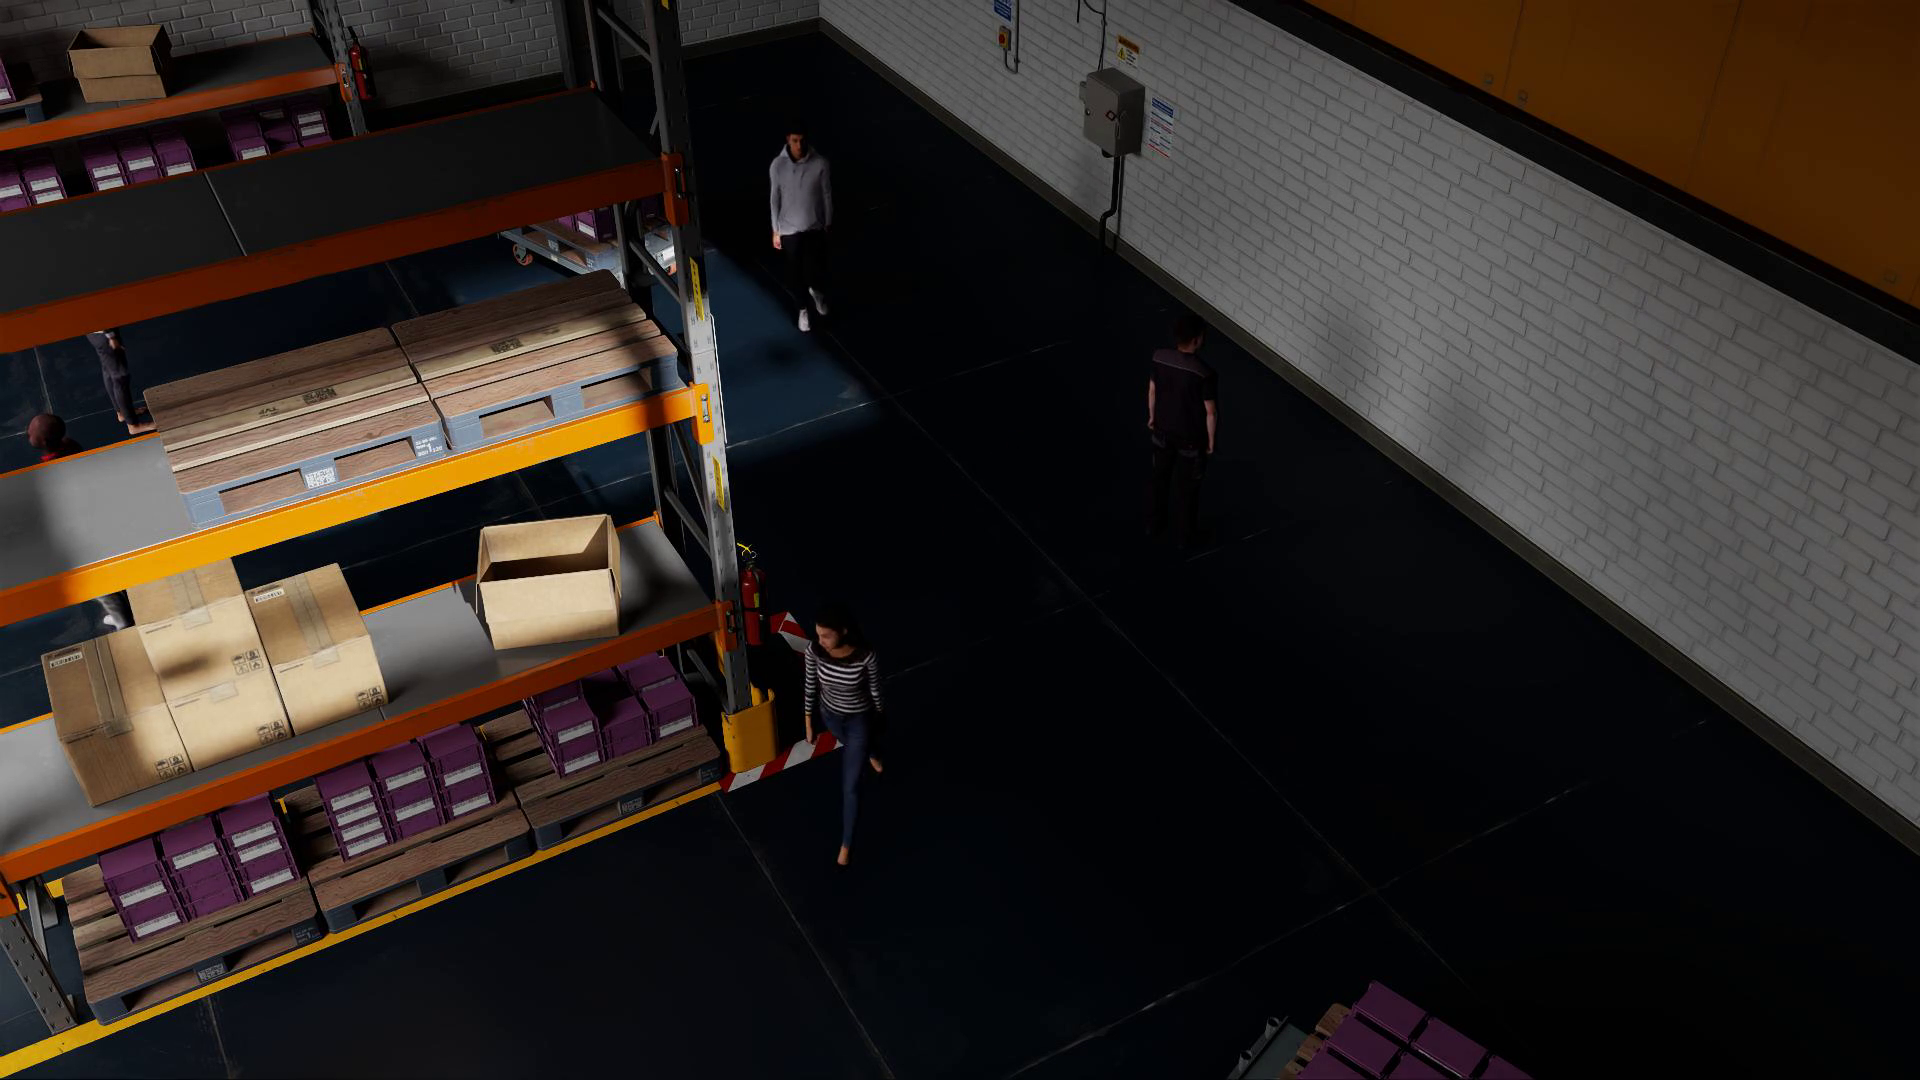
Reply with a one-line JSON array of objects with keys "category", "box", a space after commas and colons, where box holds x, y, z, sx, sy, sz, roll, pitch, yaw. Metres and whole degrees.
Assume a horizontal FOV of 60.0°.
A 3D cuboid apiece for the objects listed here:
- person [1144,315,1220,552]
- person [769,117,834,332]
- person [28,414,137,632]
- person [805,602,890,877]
[{"category": "person", "box": [1.544, -0.752, 11.647, 0.789, 1.845, 0.721, 29, 47, 31]}, {"category": "person", "box": [-1.346, -2.707, 14.038, 0.790, 1.915, 0.877, -5, 39, -6]}, {"category": "person", "box": [-5.666, -0.066, 10.806, 0.693, 1.820, 0.729, -8, 39, -9]}, {"category": "person", "box": [-0.619, 0.988, 9.548, 1.125, 1.745, 1.173, 8, 39, 9]}]
